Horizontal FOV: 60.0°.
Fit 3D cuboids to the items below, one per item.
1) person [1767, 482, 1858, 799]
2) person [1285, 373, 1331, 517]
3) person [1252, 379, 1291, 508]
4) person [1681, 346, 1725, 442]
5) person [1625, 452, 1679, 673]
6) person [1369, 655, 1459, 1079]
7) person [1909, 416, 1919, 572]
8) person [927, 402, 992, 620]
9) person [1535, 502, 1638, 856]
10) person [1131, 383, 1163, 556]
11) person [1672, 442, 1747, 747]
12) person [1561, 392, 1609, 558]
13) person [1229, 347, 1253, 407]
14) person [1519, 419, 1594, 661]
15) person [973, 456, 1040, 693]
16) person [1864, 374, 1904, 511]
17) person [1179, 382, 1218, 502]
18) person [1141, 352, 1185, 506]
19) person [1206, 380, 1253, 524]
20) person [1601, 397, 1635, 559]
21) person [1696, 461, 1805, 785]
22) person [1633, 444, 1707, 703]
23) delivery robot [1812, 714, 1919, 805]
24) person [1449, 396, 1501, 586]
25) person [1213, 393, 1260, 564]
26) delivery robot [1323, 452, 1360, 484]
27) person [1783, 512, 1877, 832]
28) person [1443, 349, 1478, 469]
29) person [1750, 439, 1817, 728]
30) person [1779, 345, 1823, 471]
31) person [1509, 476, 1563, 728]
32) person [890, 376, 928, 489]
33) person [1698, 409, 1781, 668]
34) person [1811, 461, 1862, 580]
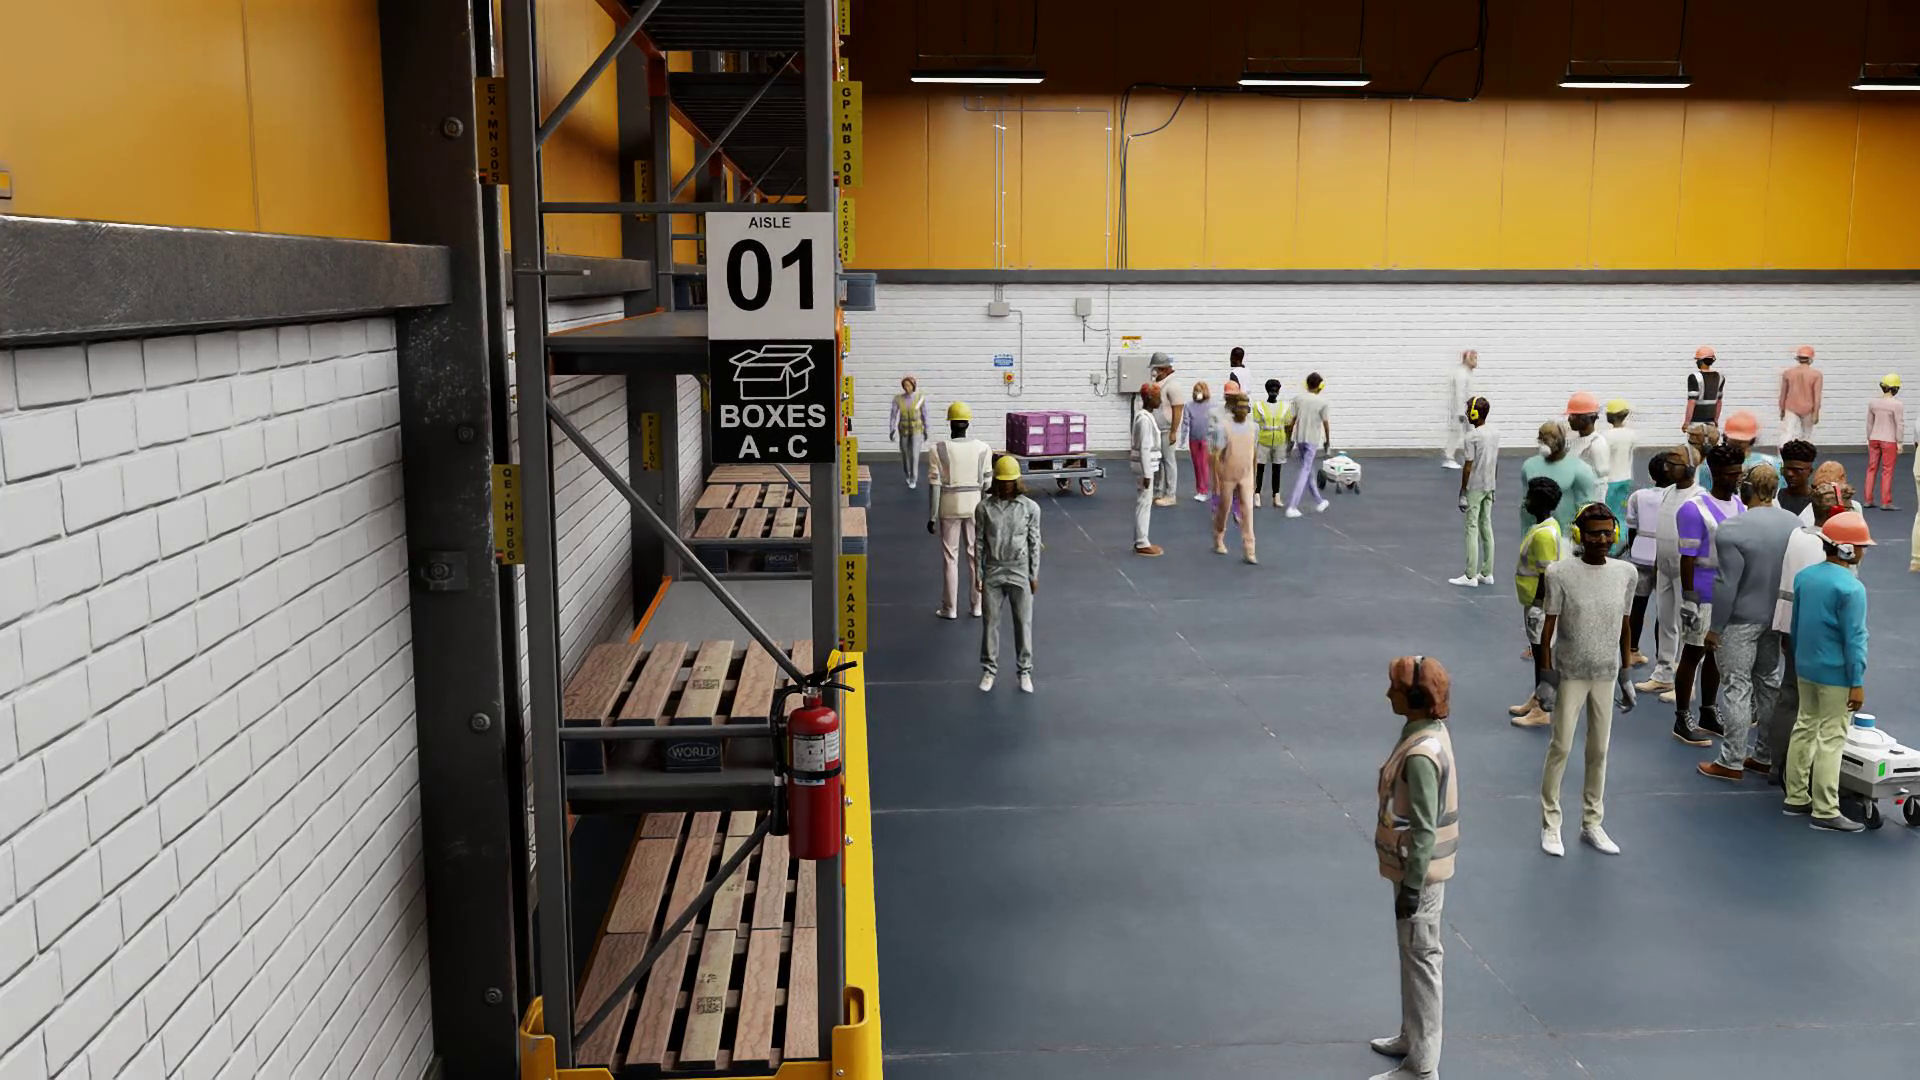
[{"bbox_3d":[4.967,0.578,9.703,0.375,1.841,0.567,-2,9,-10],"label":"person"},{"bbox_3d":[4.409,-1.205,21.020,0.971,1.807,0.524,-9,13,-44],"label":"person"},{"bbox_3d":[4.047,-1.258,21.699,0.532,1.695,0.319,-1,9,-4],"label":"person"},{"bbox_3d":[10.465,-1.720,23.508,0.616,2.041,0.380,-3,10,-20],"label":"person"},{"bbox_3d":[5.345,0.168,12.732,0.316,1.699,0.541,-6,11,-31],"label":"person"},{"bbox_3d":[1.699,1.235,6.217,0.308,1.639,0.524,3,9,16],"label":"person"},{"bbox_3d":[9.931,-0.639,16.731,0.535,2.000,0.685,-1,9,-5],"label":"person"},{"bbox_3d":[-0.010,-0.257,14.685,0.595,1.925,0.375,-3,10,-20],"label":"person"},{"bbox_3d":[3.284,0.725,8.702,0.532,1.871,0.319,-1,9,-4],"label":"person"},{"bbox_3d":[2.033,-0.765,18.029,0.366,1.881,0.583,1,9,7],"label":"person"},{"bbox_3d":[4.894,0.344,10.788,0.604,1.966,0.367,-5,10,-29],"label":"person"},{"bbox_3d":[5.333,-0.255,14.310,0.390,2.040,0.614,0,9,2],"label":"person"},{"bbox_3d":[4.359,-2.050,25.970,0.398,1.920,0.590,5,10,29],"label":"person"},{"bbox_3d":[4.774,-0.019,13.271,0.853,1.913,0.629,-7,11,-37],"label":"person"},{"bbox_3d":[0.338,0.253,12.092,0.485,1.737,0.323,1,9,5],"label":"person"},{"bbox_3d":[11.968,-1.263,21.510,0.312,1.769,0.522,-3,10,-21],"label":"person"},{"bbox_3d":[3.200,-1.304,22.305,0.506,1.598,0.816,4,10,25],"label":"person"},{"bbox_3d":[2.625,-1.475,21.977,0.536,2.000,0.688,-4,10,-24],"label":"person"},{"bbox_3d":[3.291,-1.074,20.348,0.561,1.756,0.318,1,9,8],"label":"person"},{"bbox_3d":[6.941,-0.626,17.557,0.530,1.754,0.457,-5,10,-28],"label":"person"},{"bbox_3d":[4.725,0.493,9.942,0.636,1.939,0.364,-3,10,-21],"label":"person"},{"bbox_3d":[5.110,0.235,11.856,0.344,1.846,0.507,-2,9,-12],"label":"person"},{"bbox_3d":[5.084,1.226,9.378,0.477,0.478,0.707,-2,9,-11],"label":"delivery robot"},{"bbox_3d":[5.054,-0.471,16.255,0.511,1.860,0.333,-6,11,-35],"label":"person"},{"bbox_3d":[2.930,-0.685,17.789,0.531,1.804,0.967,-2,9,-9],"label":"person"},{"bbox_3d":[5.355,-0.999,23.345,0.477,0.478,0.707,-1,9,-6],"label":"delivery robot"},{"bbox_3d":[4.798,0.712,9.144,0.333,1.749,0.574,-1,9,-4],"label":"person"},{"bbox_3d":[7.956,-2.032,25.964,0.776,1.877,0.677,5,10,30],"label":"person"},{"bbox_3d":[5.496,0.307,11.022,0.607,1.965,0.367,8,12,40],"label":"person"},{"bbox_3d":[12.989,-2.030,25.760,0.626,1.963,0.984,8,12,42],"label":"person"},{"bbox_3d":[3.897,0.413,11.198,0.318,1.697,0.536,3,9,17],"label":"person"},{"bbox_3d":[-0.720,-1.563,23.915,0.529,1.607,0.775,1,9,8],"label":"person"},{"bbox_3d":[5.996,-0.012,12.848,0.637,2.023,0.570,9,13,44],"label":"person"},{"bbox_3d":[6.566,0.211,12.665,0.509,1.632,0.265,7,11,36],"label":"person"}]
